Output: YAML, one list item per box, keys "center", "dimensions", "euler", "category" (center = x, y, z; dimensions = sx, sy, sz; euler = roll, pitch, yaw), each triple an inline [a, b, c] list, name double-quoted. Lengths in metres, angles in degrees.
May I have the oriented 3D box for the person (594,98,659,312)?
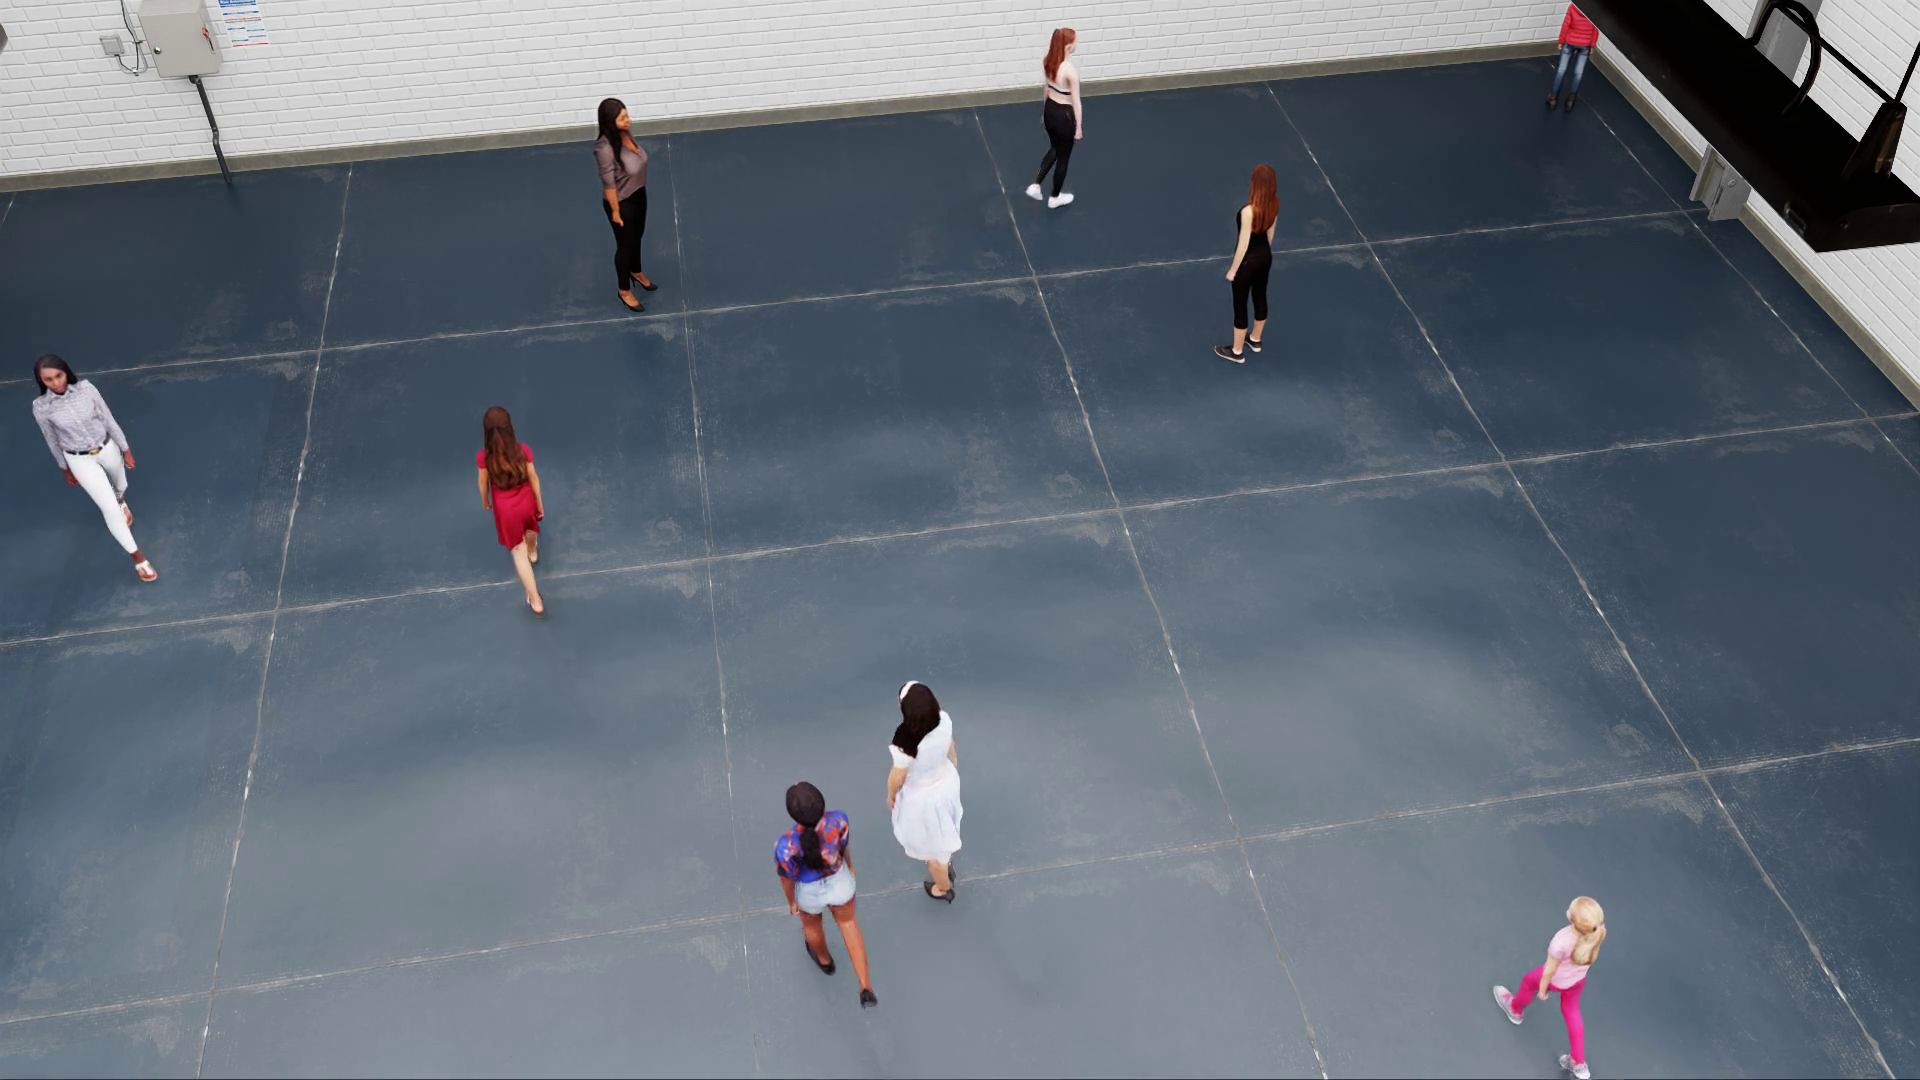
- center: [-2.724, -2.736, 13.472]
  dimensions: [0.793, 1.841, 0.676]
  euler: [10, 45, 10]
  category: "person"

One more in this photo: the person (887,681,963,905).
- center: [-0.116, 1.481, 9.076]
  dimensions: [0.956, 1.801, 0.882]
  euler: [34, 53, 31]
  category: "person"

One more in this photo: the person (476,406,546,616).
- center: [-2.948, -0.179, 11.027]
  dimensions: [0.696, 1.513, 1.087]
  euler: [-15, 46, -15]
  category: "person"

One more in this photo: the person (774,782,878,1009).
- center: [-0.691, 1.892, 8.698]
  dimensions: [0.765, 1.726, 1.007]
  euler: [-17, 46, -17]
  category: "person"

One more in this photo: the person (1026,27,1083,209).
- center: [0.796, -3.624, 14.484]
  dimensions: [0.828, 1.732, 0.804]
  euler: [-27, 50, -26]
  category: "person"

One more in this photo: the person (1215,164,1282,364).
- center: [2.281, -2.159, 12.951]
  dimensions: [0.647, 1.726, 0.662]
  euler: [-30, 51, -28]
  category: "person"

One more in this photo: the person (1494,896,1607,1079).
- center: [3.172, 2.290, 8.619]
  dimensions: [0.584, 1.259, 0.922]
  euler: [-13, 45, -13]
  category: "person"

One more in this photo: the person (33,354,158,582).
- center: [-5.901, -0.584, 11.327]
  dimensions: [0.971, 1.685, 1.229]
  euler: [-29, 51, -27]
  category: "person"

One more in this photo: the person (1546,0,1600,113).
- center: [5.941, -4.766, 15.985]
  dimensions: [0.575, 1.316, 0.601]
  euler: [12, 45, 12]
  category: "person"
